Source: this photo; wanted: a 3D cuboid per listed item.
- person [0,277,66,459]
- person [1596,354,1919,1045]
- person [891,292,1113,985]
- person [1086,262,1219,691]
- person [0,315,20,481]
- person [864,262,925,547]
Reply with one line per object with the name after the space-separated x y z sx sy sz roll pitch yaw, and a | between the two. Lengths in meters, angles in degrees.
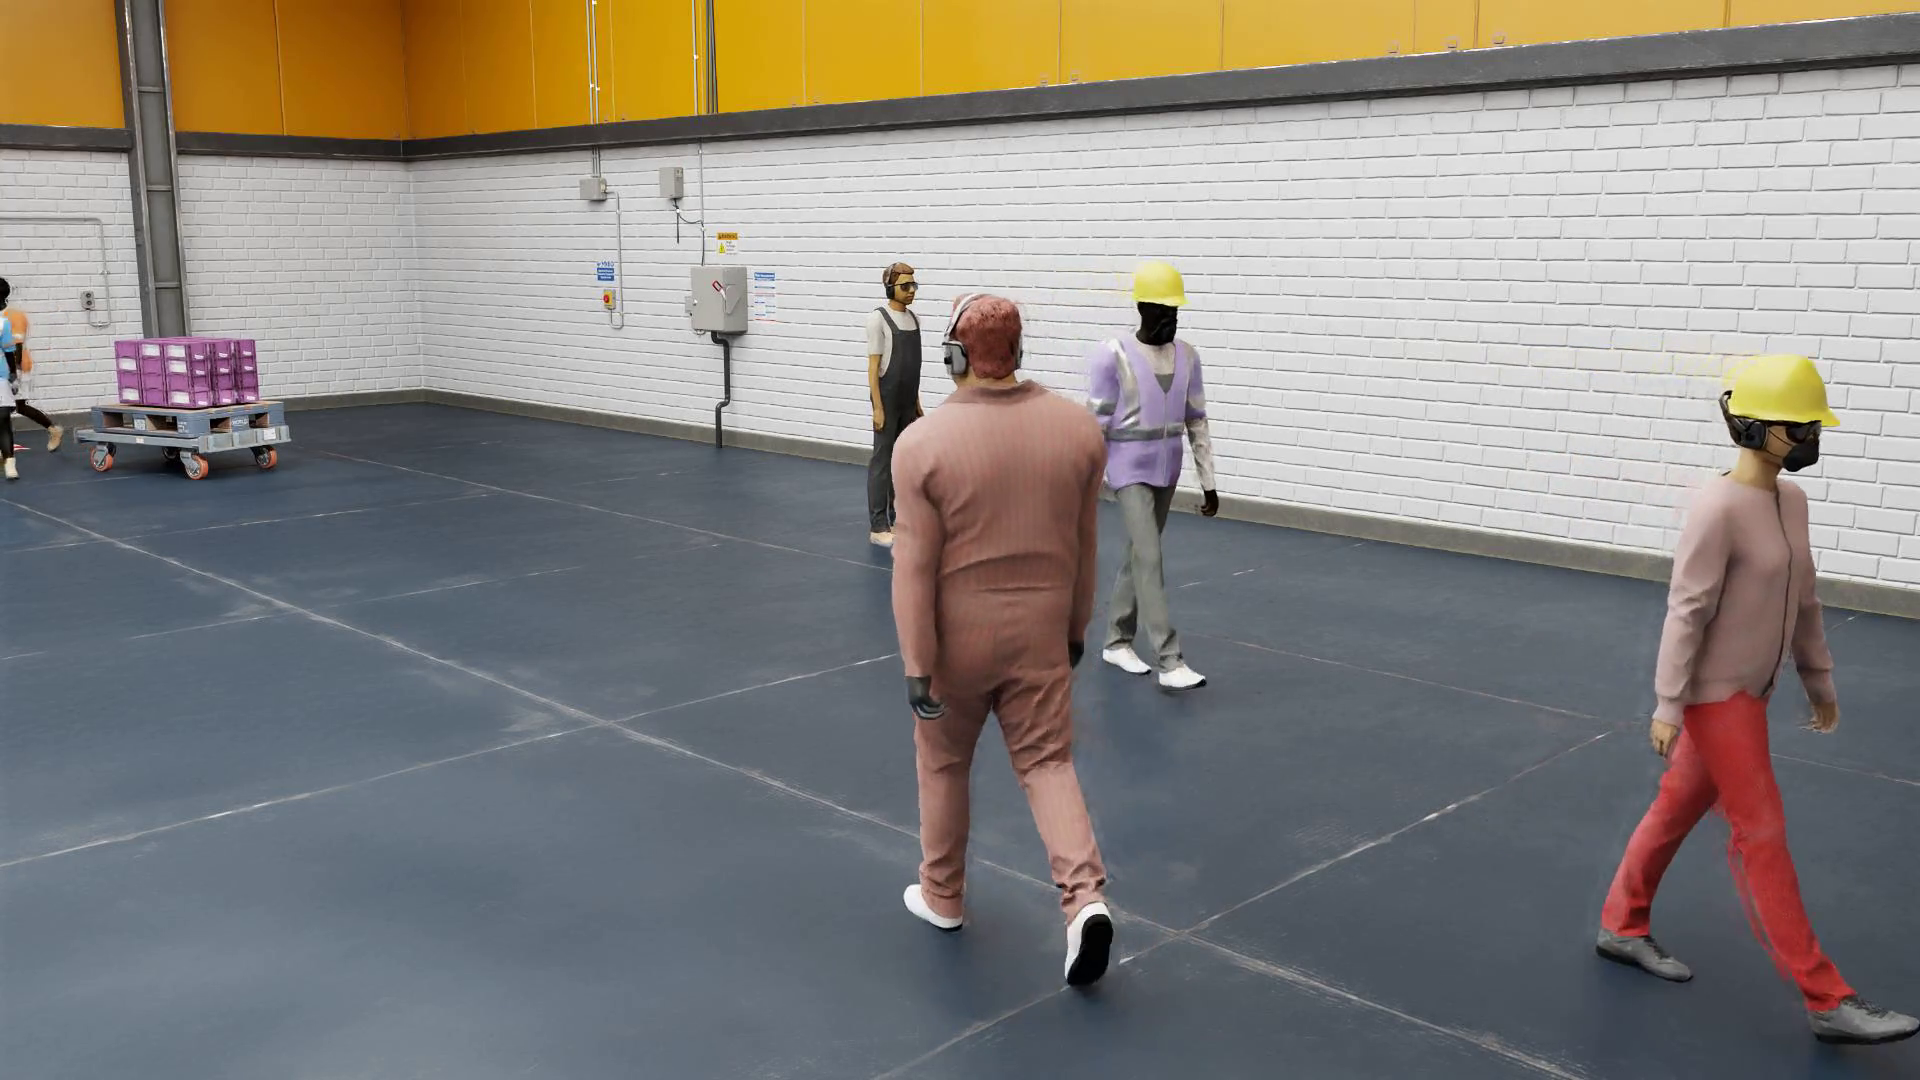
-8.516 -1.553 15.025 0.547 1.668 0.613 5 11 23 | person
2.067 0.393 4.252 0.549 1.714 0.892 -9 14 -41 | person
0.119 0.262 4.576 0.642 1.874 0.852 -4 11 -20 | person
0.920 -0.272 7.419 0.617 1.888 0.899 -7 13 -35 | person
-7.931 -1.274 13.488 0.553 1.670 0.734 -7 12 -33 | person
-0.413 -0.886 10.905 0.346 1.847 0.506 7 13 34 | person
